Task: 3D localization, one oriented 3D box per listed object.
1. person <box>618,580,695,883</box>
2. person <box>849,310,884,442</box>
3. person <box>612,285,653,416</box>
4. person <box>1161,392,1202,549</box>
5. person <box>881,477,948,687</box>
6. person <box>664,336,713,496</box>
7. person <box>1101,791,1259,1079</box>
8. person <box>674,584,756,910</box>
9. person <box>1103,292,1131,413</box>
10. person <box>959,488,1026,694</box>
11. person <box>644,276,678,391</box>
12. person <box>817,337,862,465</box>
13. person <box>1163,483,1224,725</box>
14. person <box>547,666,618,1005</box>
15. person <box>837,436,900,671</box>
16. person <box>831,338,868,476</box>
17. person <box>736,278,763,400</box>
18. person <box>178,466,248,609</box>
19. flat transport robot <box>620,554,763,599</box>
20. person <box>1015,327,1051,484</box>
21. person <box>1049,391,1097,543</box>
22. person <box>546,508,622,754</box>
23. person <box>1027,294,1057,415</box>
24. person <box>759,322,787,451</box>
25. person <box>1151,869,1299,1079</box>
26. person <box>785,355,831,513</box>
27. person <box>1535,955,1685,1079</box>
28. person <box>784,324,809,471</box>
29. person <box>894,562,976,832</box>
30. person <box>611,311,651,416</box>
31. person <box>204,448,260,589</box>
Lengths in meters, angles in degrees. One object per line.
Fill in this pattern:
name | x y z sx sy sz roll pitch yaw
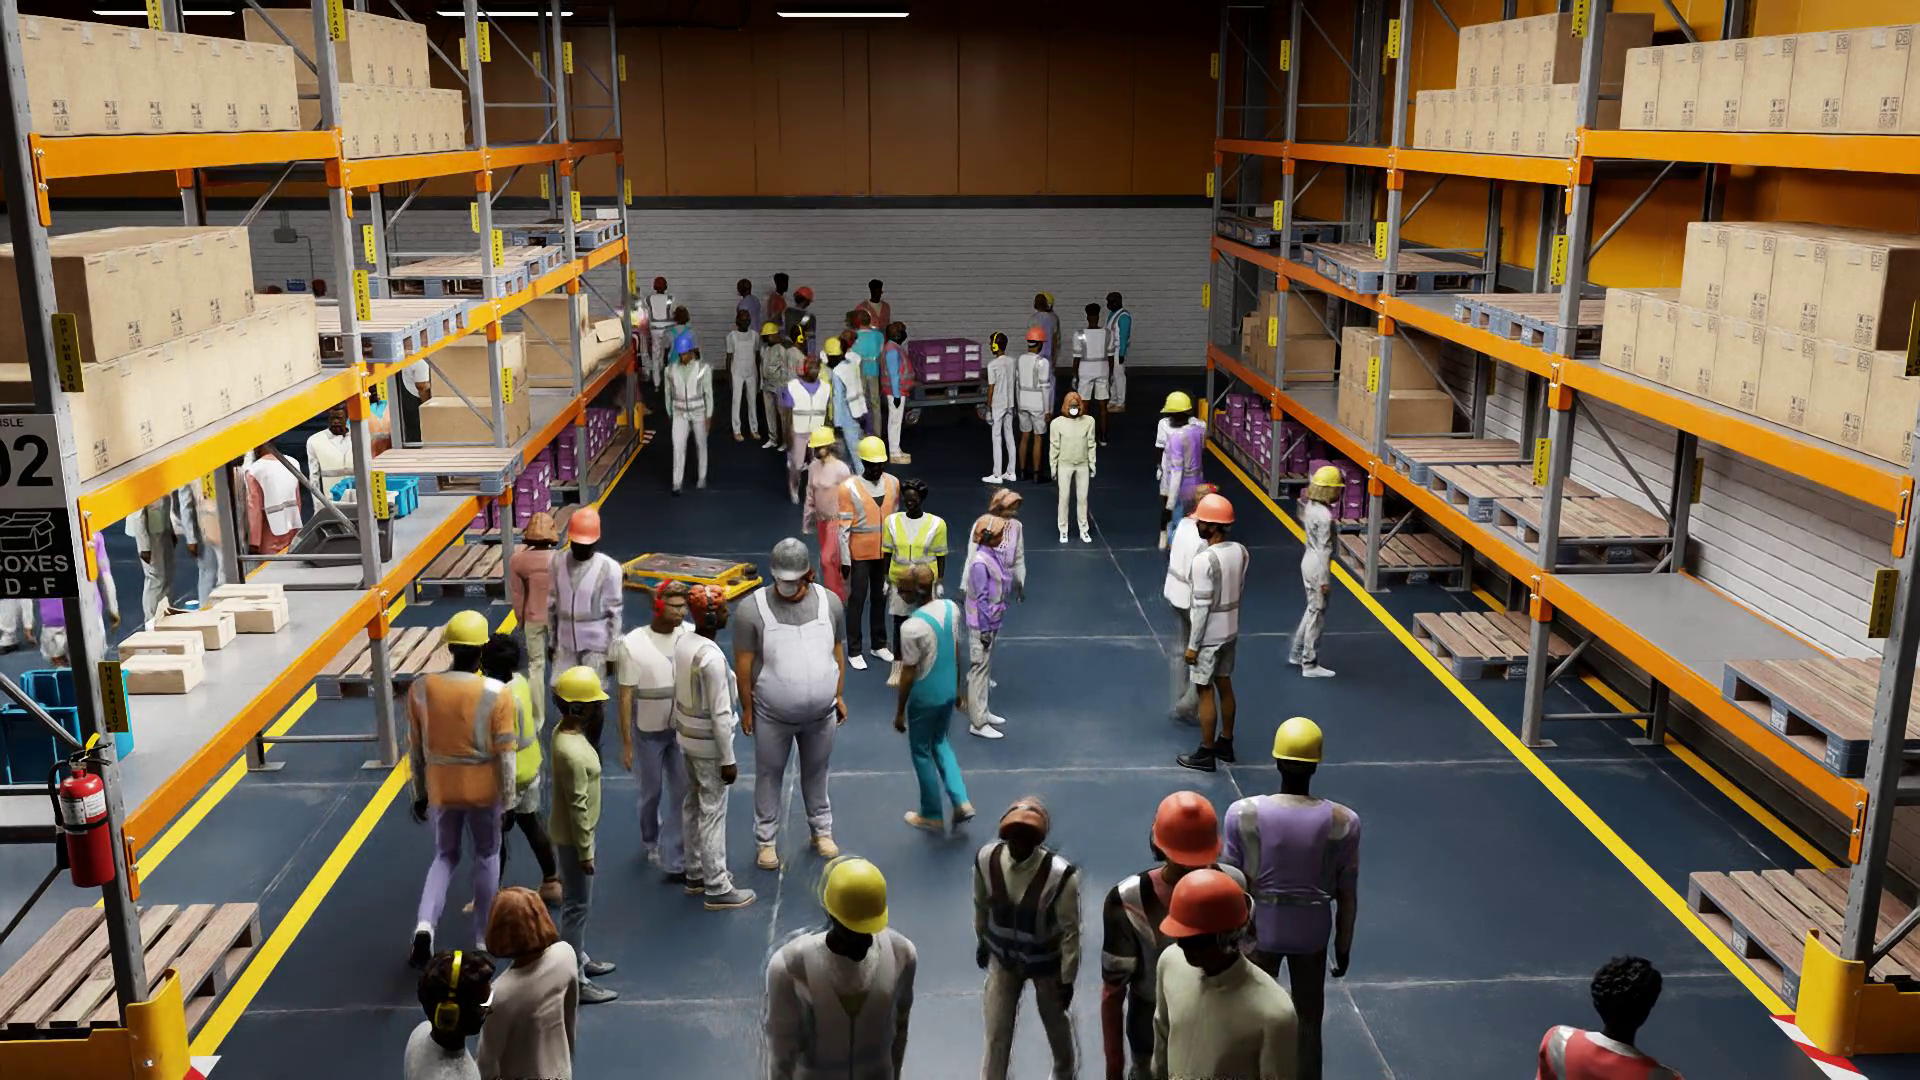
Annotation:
person | -1.768 1.125 9.782 0.650 1.809 0.644 -11 18 -37
person | -1.299 -2.248 22.962 0.563 1.835 0.389 -6 15 -22
person | -5.020 -2.941 25.262 1.005 2.000 0.701 10 17 34
person | 2.096 -0.448 15.761 0.424 1.914 0.655 8 16 29
person | -0.363 0.337 13.084 0.532 1.696 0.319 2 14 9
person | -3.230 -1.483 19.824 0.607 1.885 1.033 0 14 1
person | 0.845 1.892 6.317 0.619 2.028 0.409 -3 15 -12
person | -1.427 1.166 9.459 0.360 1.883 0.574 -8 16 -28
person | 2.373 -2.874 25.432 0.429 1.831 0.635 -5 15 -18
person | 0.281 0.392 13.008 0.563 1.613 0.499 -13 19 -40
person | -4.871 -3.371 27.265 0.581 1.884 0.351 1 14 4
person | -1.497 -1.449 19.672 0.602 1.900 0.676 2 14 9
person | 1.753 0.480 12.276 0.470 1.821 0.569 -4 15 -15
person | -1.917 1.488 8.447 0.339 1.761 0.524 -4 15 -16
person | -0.713 0.096 13.569 0.594 1.924 0.382 -11 18 -36
person | -1.350 -1.457 19.789 0.673 1.873 0.643 5 15 18
person | -3.359 -3.190 26.467 0.364 1.932 0.630 4 15 17
person | -6.444 -0.095 14.363 0.405 1.909 0.597 8 16 28
flat transport robot | -2.682 0.330 15.951 1.431 0.197 0.652 6 15 22
person | 0.914 -1.655 20.446 0.390 1.927 0.548 -13 19 -42
person | 1.192 -0.766 17.562 0.503 1.622 0.299 -3 15 -12
person | -2.545 0.698 11.227 0.588 1.914 0.433 4 15 15
person | 1.224 -2.772 24.997 0.506 1.842 0.344 -8 16 -28
person | -2.526 -2.074 22.479 0.487 1.735 0.339 11 18 37
person | 0.882 2.060 5.755 0.412 1.981 0.662 -12 18 -39
person | -1.746 -1.223 19.000 0.589 1.801 0.871 -6 15 -22
person | 2.202 2.221 5.702 0.319 1.692 0.537 -13 19 -41
person | -2.064 -1.810 21.187 0.328 1.862 0.513 -7 16 -25
person | -0.172 0.994 10.295 0.498 1.810 0.568 12 18 38
person | -4.721 -2.407 23.760 0.532 1.729 0.566 -11 18 -36
person | -6.203 -0.048 14.191 0.656 1.895 0.429 13 19 42
